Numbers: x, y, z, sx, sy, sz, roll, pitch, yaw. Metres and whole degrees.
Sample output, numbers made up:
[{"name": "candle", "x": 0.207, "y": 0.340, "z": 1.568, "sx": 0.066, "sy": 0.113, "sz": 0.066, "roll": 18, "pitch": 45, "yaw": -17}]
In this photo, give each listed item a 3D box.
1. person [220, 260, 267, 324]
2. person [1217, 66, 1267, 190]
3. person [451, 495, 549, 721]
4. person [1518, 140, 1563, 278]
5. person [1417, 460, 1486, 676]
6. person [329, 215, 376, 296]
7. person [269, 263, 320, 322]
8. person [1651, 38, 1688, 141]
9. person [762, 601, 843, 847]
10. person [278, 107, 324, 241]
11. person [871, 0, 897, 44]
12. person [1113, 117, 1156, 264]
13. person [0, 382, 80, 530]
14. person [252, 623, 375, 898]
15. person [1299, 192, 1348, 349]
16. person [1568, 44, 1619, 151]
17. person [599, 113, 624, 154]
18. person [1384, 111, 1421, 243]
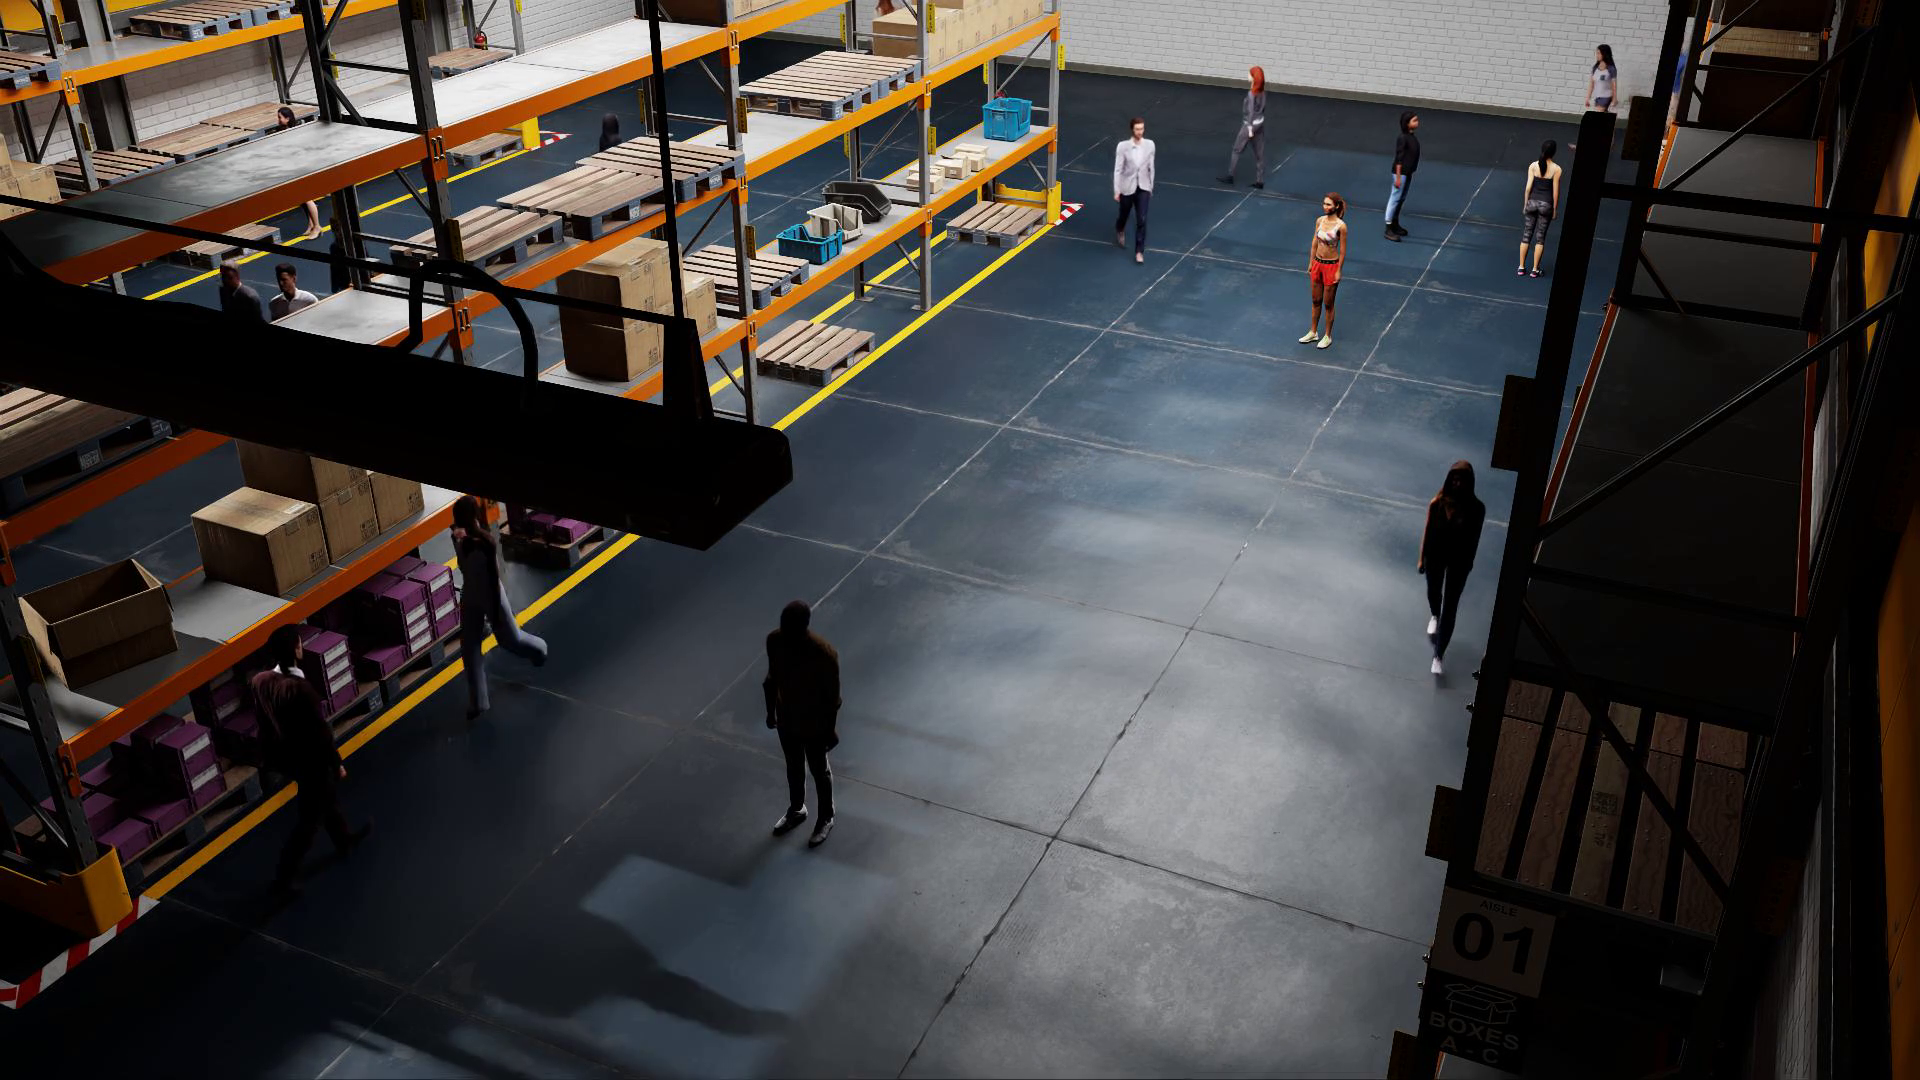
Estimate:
[{"name": "person", "x": -7.146, "y": -2.003, "z": 16.863, "sx": 0.935, "sy": 1.801, "sz": 1.230, "roll": 20, "pitch": 35, "yaw": 32}, {"name": "person", "x": 4.342, "y": -5.972, "z": 24.191, "sx": 0.775, "sy": 1.752, "sz": 0.918, "roll": 21, "pitch": 35, "yaw": 34}, {"name": "person", "x": -3.470, "y": 0.442, "z": 12.441, "sx": 0.587, "sy": 1.744, "sz": 1.080, "roll": 12, "pitch": 31, "yaw": 21}, {"name": "person", "x": 7.287, "y": -4.176, "z": 20.923, "sx": 0.603, "sy": 1.729, "sz": 0.579, "roll": 18, "pitch": 33, "yaw": 29}, {"name": "person", "x": 3.841, "y": 0.129, "z": 13.088, "sx": 0.615, "sy": 1.674, "sz": 1.108, "roll": 11, "pitch": 30, "yaw": 19}, {"name": "person", "x": -6.466, "y": -2.669, "z": 18.053, "sx": 0.686, "sy": 1.831, "sz": 0.803, "roll": 12, "pitch": 31, "yaw": 21}, {"name": "person", "x": -6.524, "y": -1.866, "z": 16.548, "sx": 0.748, "sy": 1.864, "sz": 0.710, "roll": 2, "pitch": 29, "yaw": 4}, {"name": "person", "x": 11.046, "y": -6.942, "z": 25.878, "sx": 0.807, "sy": 1.839, "sz": 0.881, "roll": 24, "pitch": 37, "yaw": 37}, {"name": "person", "x": -1.032, "y": 1.180, "z": 11.004, "sx": 0.746, "sy": 1.825, "sz": 0.583, "roll": 16, "pitch": 32, "yaw": 27}, {"name": "person", "x": -8.834, "y": -4.900, "z": 22.208, "sx": 0.799, "sy": 1.769, "sz": 0.776, "roll": -19, "pitch": 34, "yaw": -30}, {"name": "person", "x": -1.349, "y": -8.971, "z": 29.736, "sx": 0.725, "sy": 1.707, "sz": 0.778, "roll": -8, "pitch": 30, "yaw": -14}, {"name": "person", "x": 2.245, "y": -4.576, "z": 21.554, "sx": 1.028, "sy": 1.827, "sz": 1.234, "roll": -2, "pitch": 29, "yaw": -3}, {"name": "person", "x": -8.333, "y": -0.756, "z": 14.681, "sx": 0.725, "sy": 1.703, "sz": 1.068, "roll": 9, "pitch": 30, "yaw": 15}, {"name": "person", "x": -4.214, "y": 1.433, "z": 10.527, "sx": 0.776, "sy": 1.838, "sz": 1.183, "roll": 14, "pitch": 32, "yaw": 24}, {"name": "person", "x": 4.148, "y": -3.058, "z": 18.810, "sx": 0.647, "sy": 1.790, "sz": 0.654, "roll": -25, "pitch": 37, "yaw": -37}, {"name": "person", "x": 10.092, "y": -6.845, "z": 25.918, "sx": 1.152, "sy": 1.631, "sz": 1.103, "roll": -12, "pitch": 31, "yaw": -20}, {"name": "person", "x": -4.746, "y": -4.964, "z": 22.506, "sx": 0.844, "sy": 1.596, "sz": 1.150, "roll": 24, "pitch": 37, "yaw": 37}, {"name": "person", "x": 5.917, "y": -4.891, "z": 22.262, "sx": 0.671, "sy": 1.701, "sz": 0.529, "roll": 19, "pitch": 34, "yaw": 31}]
